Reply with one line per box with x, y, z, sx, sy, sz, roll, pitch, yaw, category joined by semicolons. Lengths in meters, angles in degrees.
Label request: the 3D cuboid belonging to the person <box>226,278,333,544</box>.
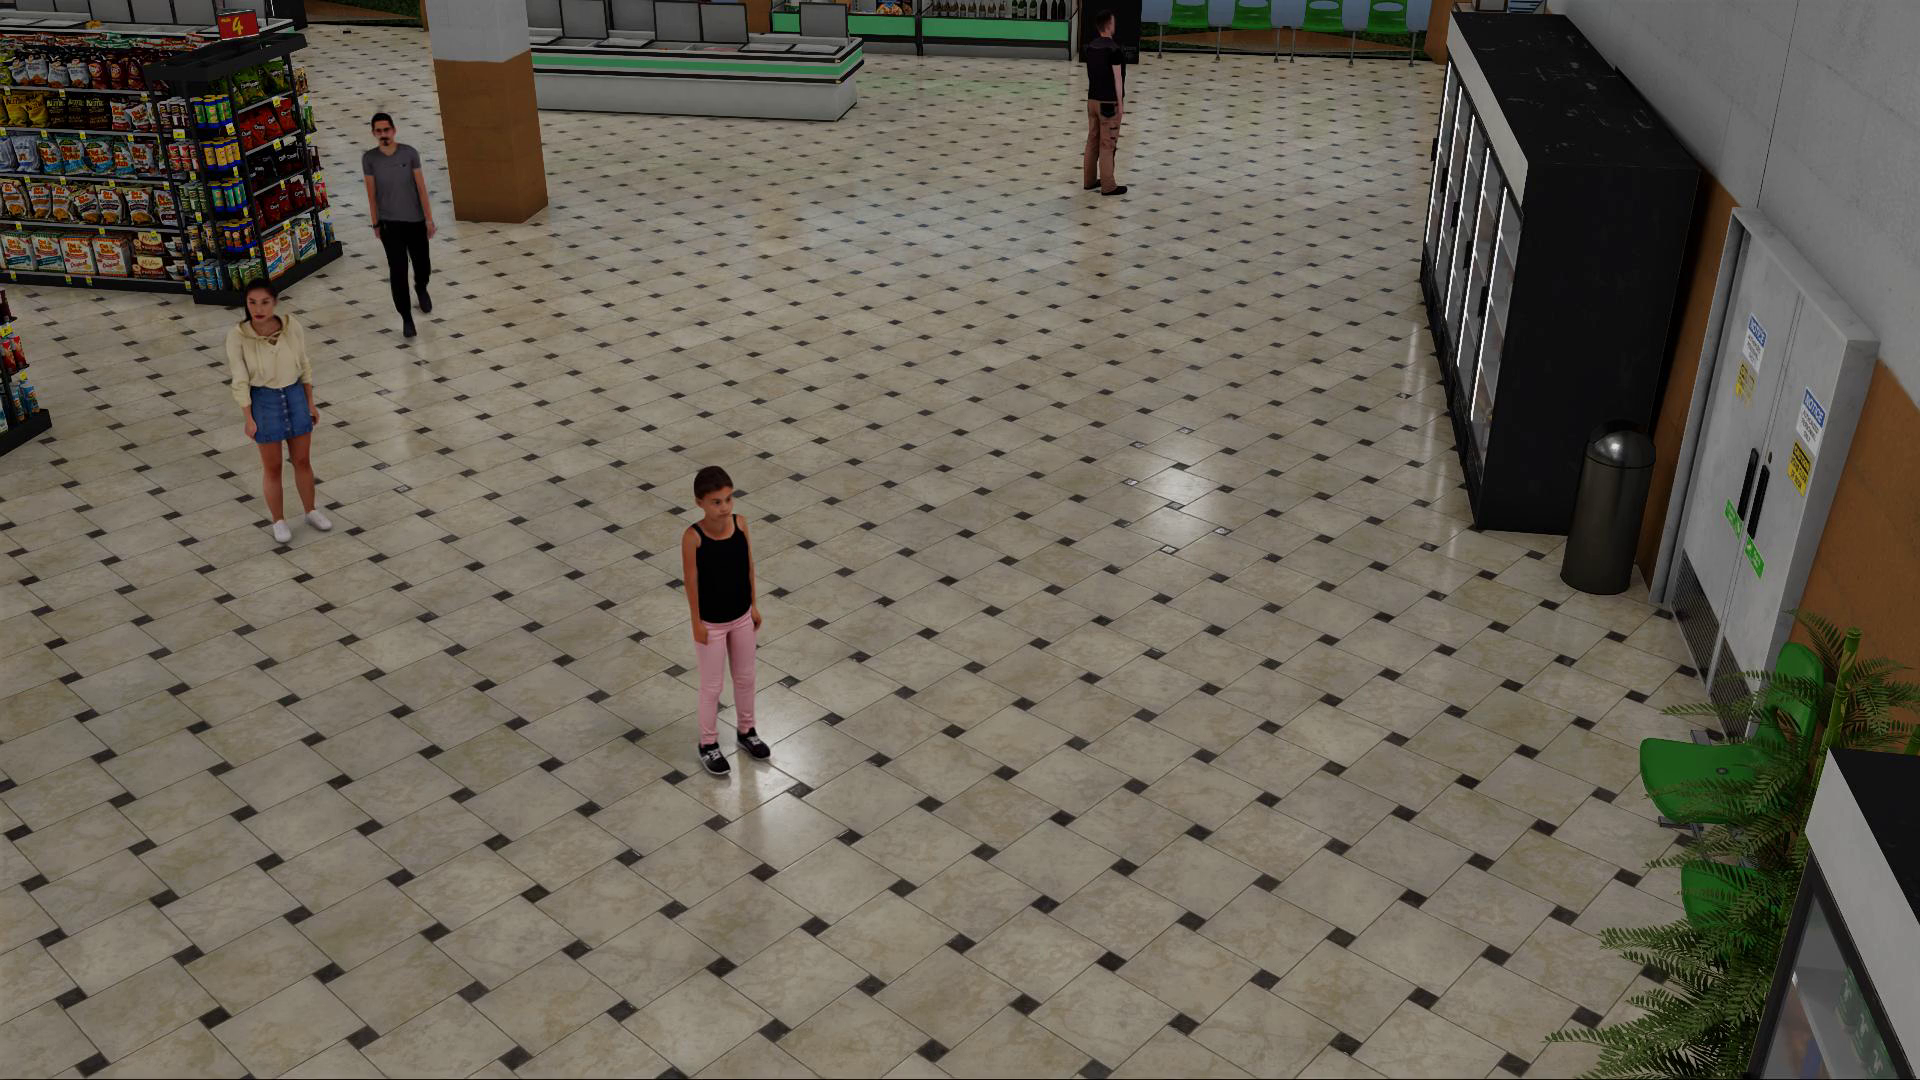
-4.092;-0.791;9.994;0.713;1.630;0.748;-22;34;-36;person

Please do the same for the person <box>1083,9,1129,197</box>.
1.474;-4.499;17.074;0.821;1.840;0.768;-16;31;-29;person

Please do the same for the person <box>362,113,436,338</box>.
-4.490;-2.580;13.404;1.135;1.736;1.079;-12;29;-22;person

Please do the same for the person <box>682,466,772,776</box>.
-1.111;0.362;7.796;0.594;1.563;0.649;-20;33;-34;person
